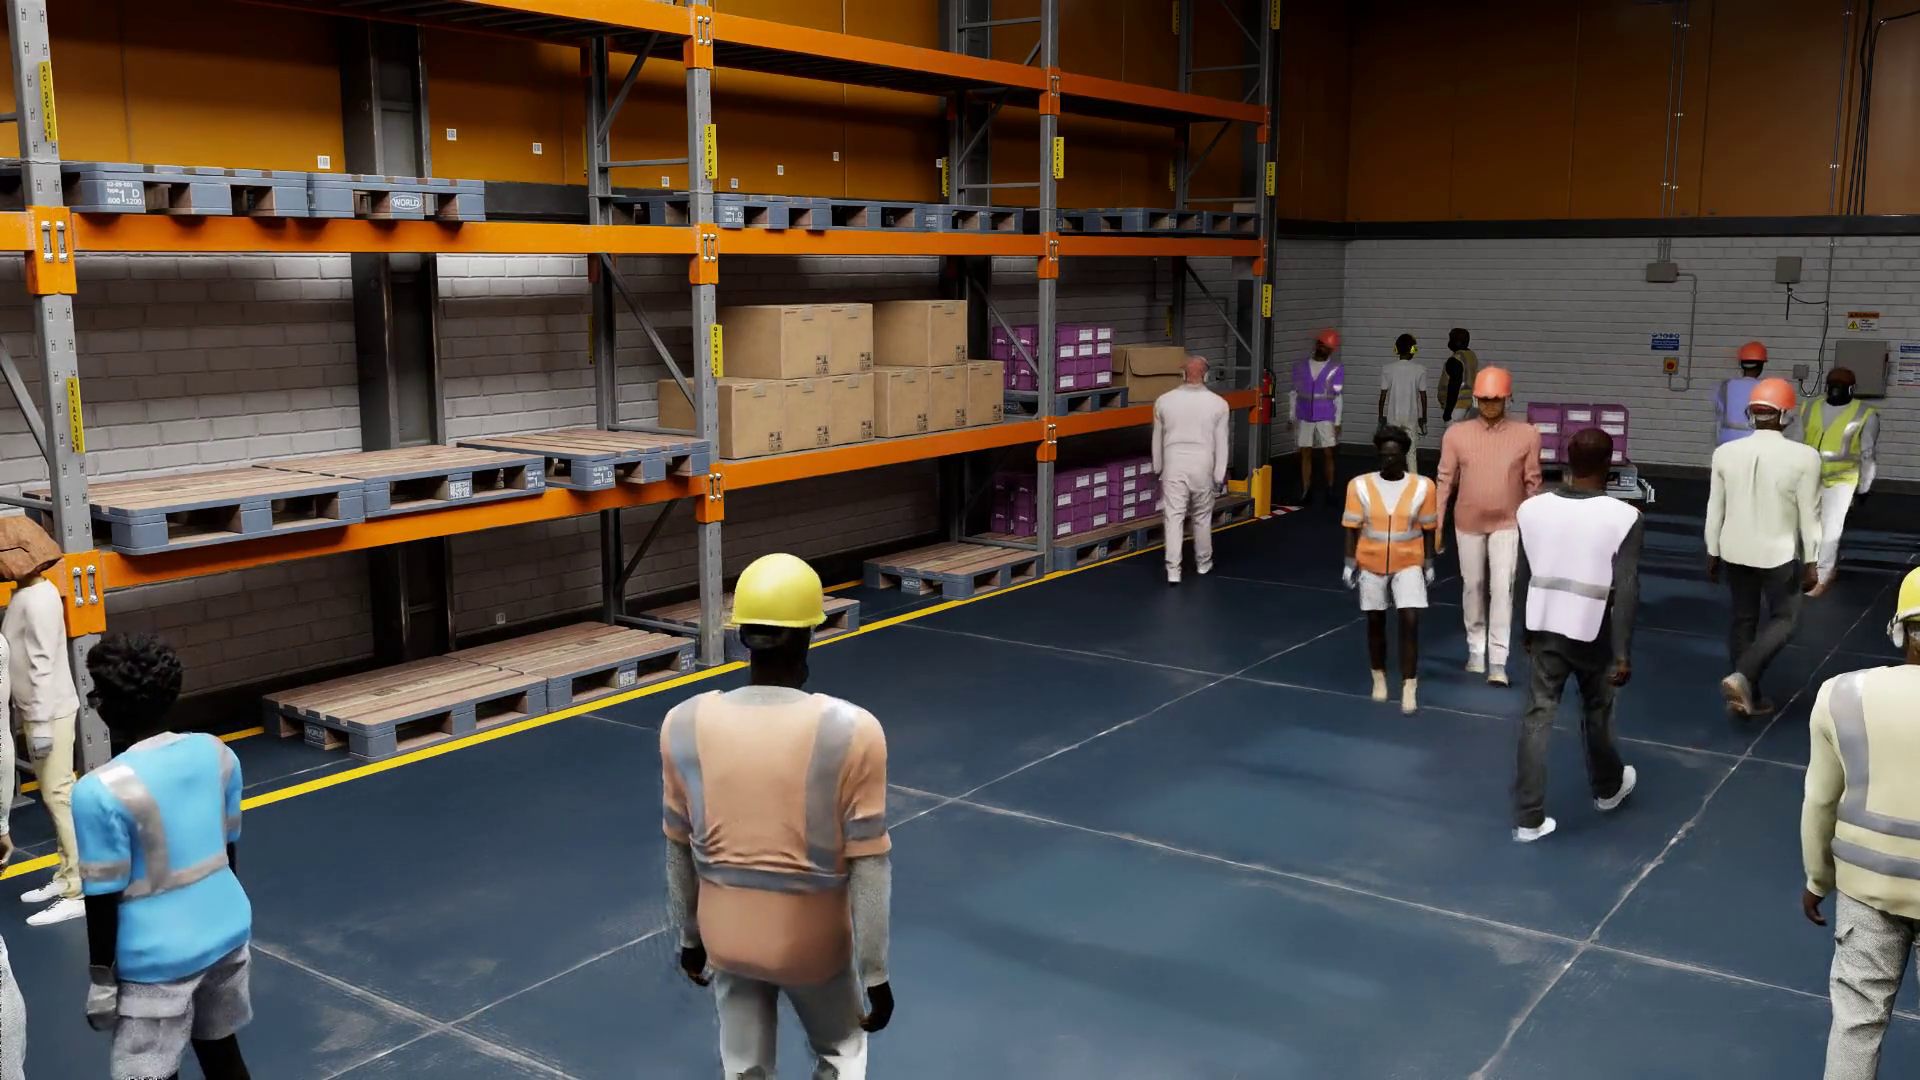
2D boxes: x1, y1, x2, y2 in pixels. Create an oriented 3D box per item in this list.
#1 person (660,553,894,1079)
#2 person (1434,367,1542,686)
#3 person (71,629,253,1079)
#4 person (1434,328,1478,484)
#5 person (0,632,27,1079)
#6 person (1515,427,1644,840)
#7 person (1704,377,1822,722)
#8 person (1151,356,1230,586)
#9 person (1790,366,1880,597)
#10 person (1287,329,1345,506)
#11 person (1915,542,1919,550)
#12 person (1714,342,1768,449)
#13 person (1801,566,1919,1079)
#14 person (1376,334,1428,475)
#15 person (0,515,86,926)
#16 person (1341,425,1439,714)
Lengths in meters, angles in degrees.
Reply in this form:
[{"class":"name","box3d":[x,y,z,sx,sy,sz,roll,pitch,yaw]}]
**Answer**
[{"class":"person","box3d":[-0.439,0.976,4.202,0.618,1.907,0.534,2,10,12]},{"class":"person","box3d":[3.256,-0.080,10.333,0.662,1.955,0.920,4,10,20]},{"class":"person","box3d":[-2.061,1.069,4.348,0.346,1.679,0.536,2,10,13]},{"class":"person","box3d":[5.849,-1.577,19.627,0.429,1.843,0.630,6,11,34]},{"class":"person","box3d":[-2.970,0.879,4.713,0.362,1.936,0.631,4,10,23]},{"class":"person","box3d":[2.867,0.410,7.708,0.619,1.863,0.987,9,13,42]},{"class":"person","box3d":[4.498,0.073,9.378,0.650,1.981,0.628,-8,12,-38]},{"class":"person","box3d":[1.876,-0.570,13.593,0.648,1.859,0.994,3,10,15]},{"class":"person","box3d":[6.948,-0.487,13.239,0.861,1.812,0.629,-7,12,-36]},{"class":"person","box3d":[3.833,-1.300,17.814,0.637,1.899,0.384,5,11,26]},{"class":"person","box3d":[8.945,-0.843,14.748,0.852,2.007,0.605,-3,10,-15]},{"class":"person","box3d":[7.045,-0.810,14.859,0.834,1.906,0.566,-9,13,-43]},{"class":"person","box3d":[2.643,0.954,4.587,0.587,1.830,0.403,7,12,36]},{"class":"person","box3d":[4.674,-1.245,17.580,0.521,1.863,0.327,3,10,18]},{"class":"person","box3d":[-3.672,0.709,6.647,0.270,1.627,0.502,-7,12,-34]},{"class":"person","box3d":[2.491,0.172,9.692,0.550,1.667,0.699,3,10,17]}]
